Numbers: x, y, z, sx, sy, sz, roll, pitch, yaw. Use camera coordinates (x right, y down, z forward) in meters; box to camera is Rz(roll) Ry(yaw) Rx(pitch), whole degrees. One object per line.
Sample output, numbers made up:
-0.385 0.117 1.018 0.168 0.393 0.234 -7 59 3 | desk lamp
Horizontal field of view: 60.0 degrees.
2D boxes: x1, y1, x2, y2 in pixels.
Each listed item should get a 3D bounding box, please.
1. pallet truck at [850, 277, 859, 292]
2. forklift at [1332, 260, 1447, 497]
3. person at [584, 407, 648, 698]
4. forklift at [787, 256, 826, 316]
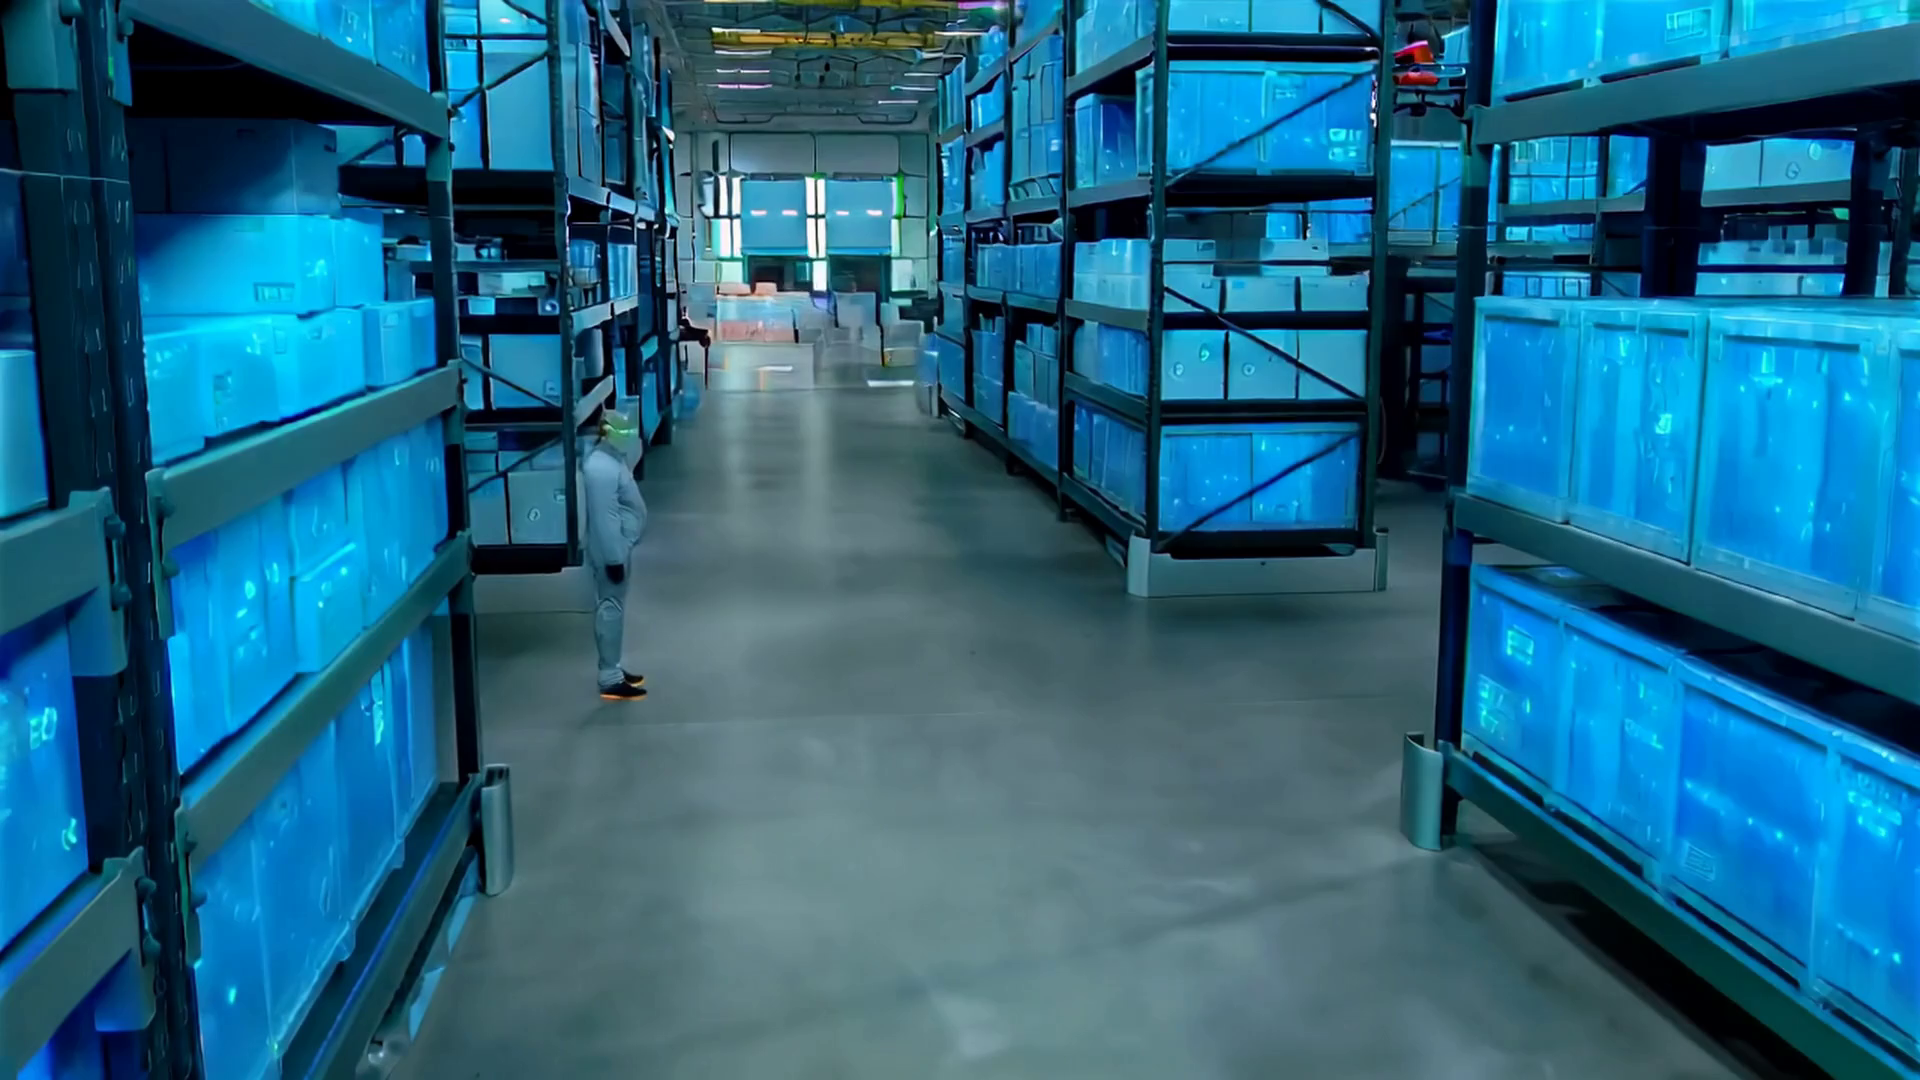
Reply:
-3.782 -9.391 65.808 1.885 1.965 0.823 2 10 10 | pallet truck
4.999 -2.049 20.495 1.129 2.768 1.873 -5 11 -27 | forklift
-2.257 0.075 10.970 0.399 1.905 0.642 -2 10 -12 | person
-5.659 -8.722 59.345 1.129 2.768 1.873 -6 12 -33 | forklift
